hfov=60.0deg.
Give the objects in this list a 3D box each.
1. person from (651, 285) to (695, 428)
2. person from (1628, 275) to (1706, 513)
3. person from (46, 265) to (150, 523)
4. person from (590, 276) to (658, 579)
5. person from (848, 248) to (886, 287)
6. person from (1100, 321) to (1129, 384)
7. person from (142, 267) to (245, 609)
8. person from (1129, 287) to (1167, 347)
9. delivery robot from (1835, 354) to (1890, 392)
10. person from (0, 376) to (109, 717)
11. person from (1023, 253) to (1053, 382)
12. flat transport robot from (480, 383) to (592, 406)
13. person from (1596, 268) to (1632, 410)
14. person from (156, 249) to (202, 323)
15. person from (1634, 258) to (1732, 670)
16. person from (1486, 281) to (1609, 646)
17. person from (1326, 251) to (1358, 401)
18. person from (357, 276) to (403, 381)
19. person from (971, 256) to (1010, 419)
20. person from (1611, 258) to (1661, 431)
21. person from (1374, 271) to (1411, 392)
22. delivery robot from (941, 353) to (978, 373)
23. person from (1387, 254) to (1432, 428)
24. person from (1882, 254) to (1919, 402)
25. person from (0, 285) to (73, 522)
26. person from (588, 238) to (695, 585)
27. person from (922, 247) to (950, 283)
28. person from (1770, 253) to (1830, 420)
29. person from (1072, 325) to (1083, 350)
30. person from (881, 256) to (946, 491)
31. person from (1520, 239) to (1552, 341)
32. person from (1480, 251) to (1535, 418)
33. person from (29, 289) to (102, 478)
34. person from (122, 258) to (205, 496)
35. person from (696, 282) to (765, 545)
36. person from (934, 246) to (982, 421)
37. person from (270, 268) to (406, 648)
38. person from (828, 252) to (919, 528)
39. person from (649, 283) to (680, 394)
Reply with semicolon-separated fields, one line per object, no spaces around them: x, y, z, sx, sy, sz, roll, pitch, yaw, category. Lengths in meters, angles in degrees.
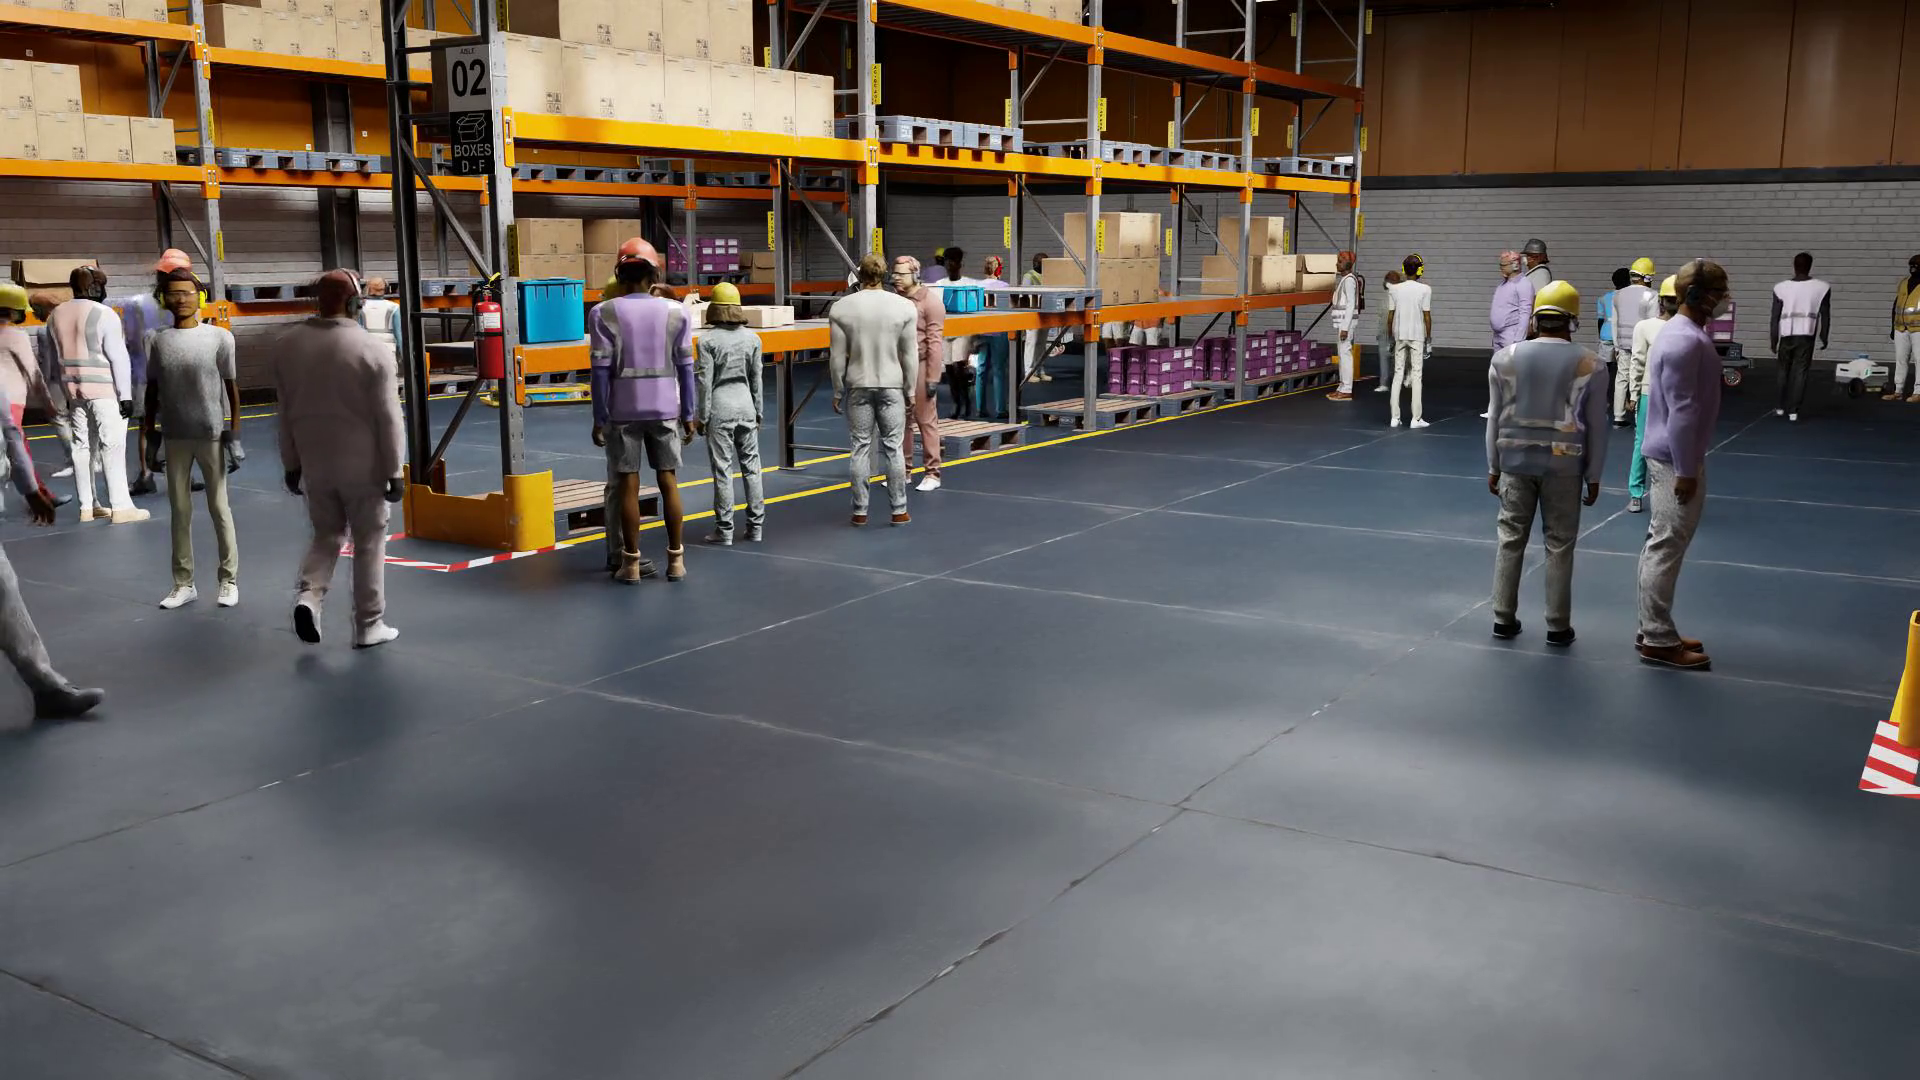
-3.253;-2.065;17.619;0.865;1.858;0.584;-9;14;-42;person
5.229;-1.073;12.330;0.525;1.771;0.305;1;10;8;person
-6.181;-1.037;11.933;0.626;1.844;0.429;3;11;18;person
-2.009;-0.687;10.015;0.403;1.830;0.601;-3;11;-15;person
-1.082;-2.663;20.381;0.615;2.040;0.391;9;14;41;person
2.231;-3.165;23.568;0.685;1.899;0.596;-8;13;-39;person
-4.228;-0.555;9.164;0.532;1.876;0.321;-1;10;-7;person
2.567;-2.920;22.770;0.571;1.690;0.357;7;12;34;person
11.604;-2.147;21.387;0.477;0.478;0.707;-1;10;-3;delivery robot
-4.201;-0.178;7.029;1.000;1.898;0.612;-1;10;-4;person
1.138;-3.182;23.818;0.429;1.840;0.629;8;13;36;person
-5.127;-1.802;20.517;1.431;0.197;0.652;-6;12;-29;flat transport robot
7.851;-2.395;19.866;0.321;1.692;0.529;-8;13;-36;person
-7.225;-1.726;15.478;0.359;1.939;0.543;-3;11;-14;person
3.442;-0.363;7.943;0.361;1.937;0.640;4;11;20;person
2.934;-0.378;8.346;0.586;1.824;0.404;6;12;30;person
4.857;-2.706;21.053;0.347;1.884;0.584;1;10;7;person
-6.307;-2.041;18.084;0.512;1.629;0.315;-1;10;-6;person
0.360;-2.296;18.889;0.570;1.844;0.379;6;12;31;person
7.225;-2.079;17.726;0.404;1.833;0.588;-6;12;-32;person
5.813;-2.793;22.277;0.548;1.612;0.512;-9;13;-40;person
-0.023;-2.496;23.321;0.707;0.478;0.477;3;11;16;delivery robot
4.871;-2.145;17.992;0.508;1.872;0.329;7;13;35;person
11.952;-2.648;20.856;0.429;1.844;0.625;-5;11;-24;person
-6.899;-0.991;12.066;0.524;1.703;0.915;6;12;30;person
-1.878;-0.752;9.822;0.615;2.030;0.398;-4;11;-21;person
-0.384;-4.073;28.609;0.596;1.897;0.609;2;10;11;person
9.587;-2.326;19.004;0.607;1.867;0.999;5;12;27;person
2.294;-4.503;30.708;0.622;1.992;0.394;-4;11;-20;person
-0.416;-1.346;13.499;0.636;1.899;0.396;9;13;40;person
7.149;-2.759;20.918;0.535;2.000;0.674;4;11;19;person
6.154;-2.288;18.698;0.408;1.903;0.638;-2;10;-9;person
-7.707;-1.354;14.348;0.326;1.610;0.647;1;10;5;person
-6.388;-1.277;13.171;0.705;1.890;0.370;-7;12;-34;person
-1.546;-0.840;11.111;0.492;1.742;0.321;-8;13;-37;person
-0.079;-2.262;18.403;0.624;1.946;0.491;7;12;35;person
-3.033;-0.379;8.152;0.664;1.887;0.500;2;10;10;person
-0.605;-1.048;11.720;0.629;1.940;0.379;0;10;1;person
-2.812;-1.633;15.830;0.528;1.620;0.463;3;11;18;person
